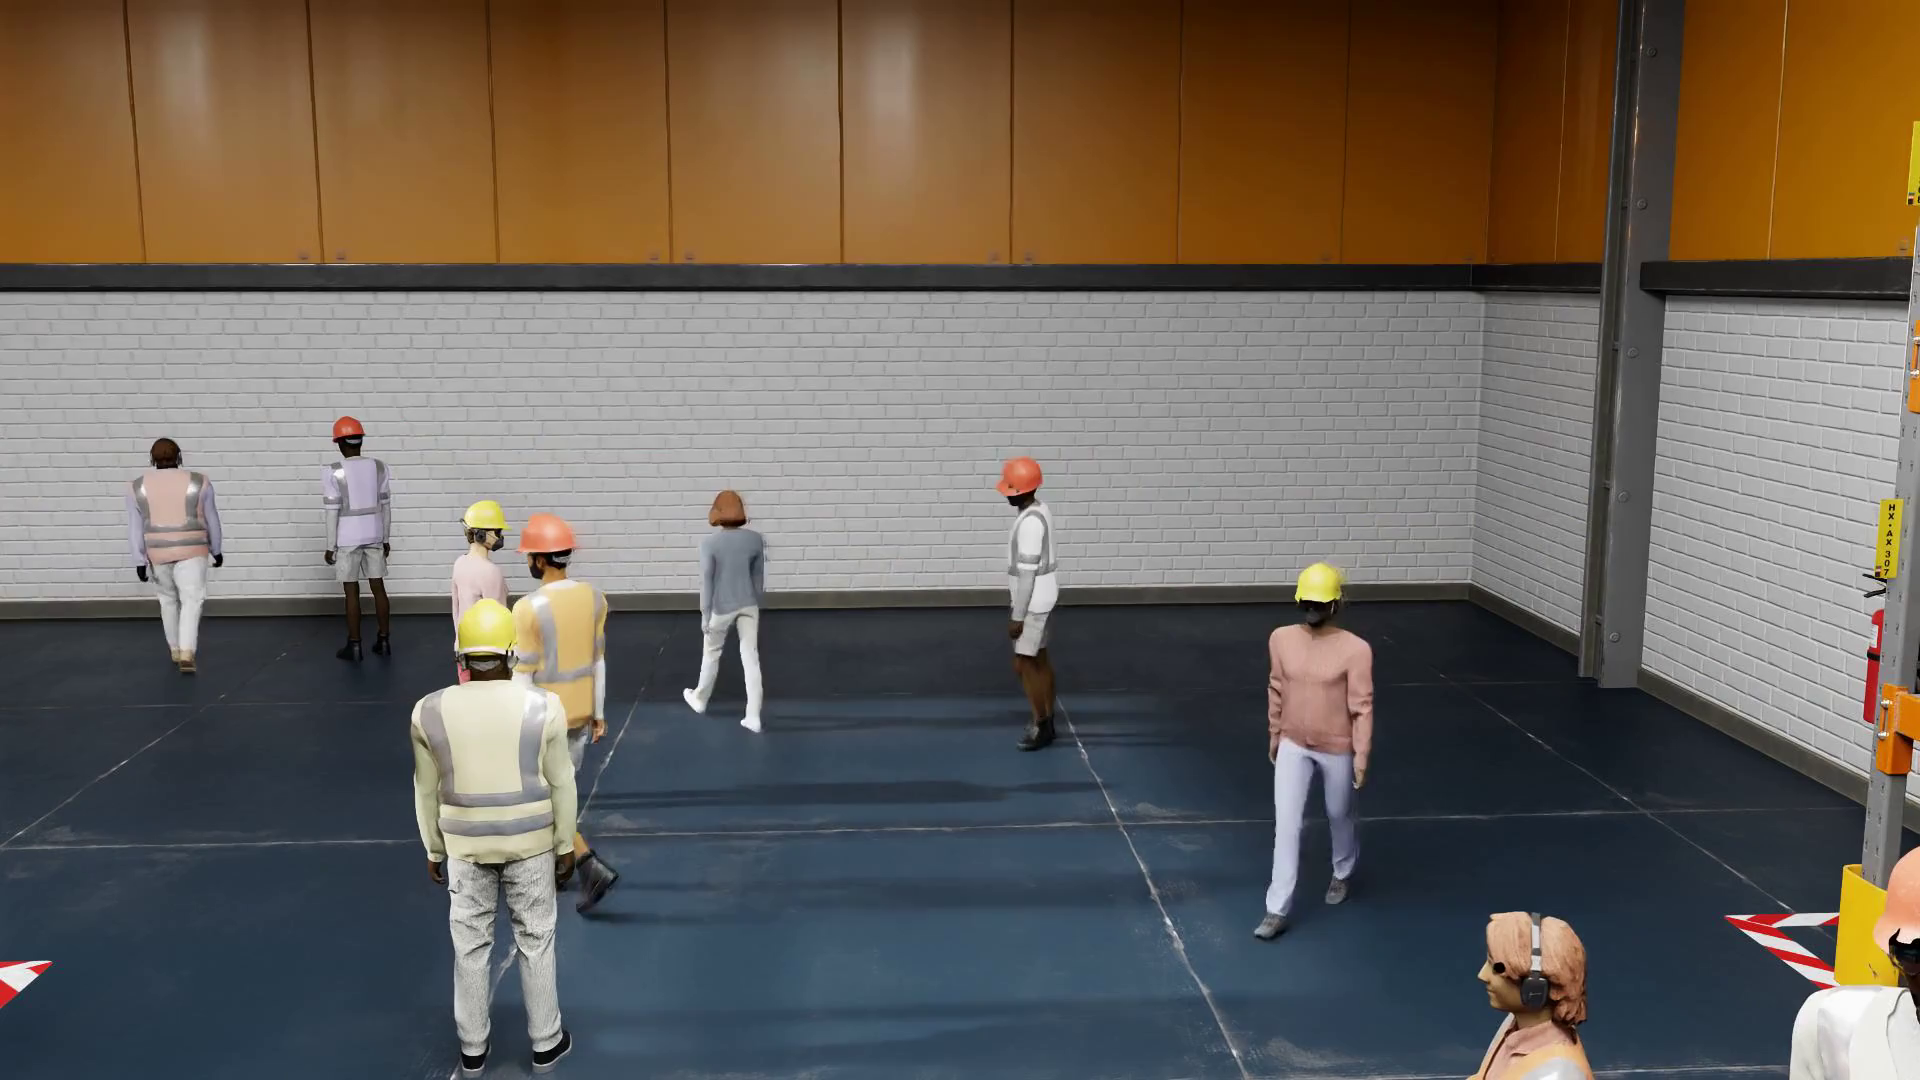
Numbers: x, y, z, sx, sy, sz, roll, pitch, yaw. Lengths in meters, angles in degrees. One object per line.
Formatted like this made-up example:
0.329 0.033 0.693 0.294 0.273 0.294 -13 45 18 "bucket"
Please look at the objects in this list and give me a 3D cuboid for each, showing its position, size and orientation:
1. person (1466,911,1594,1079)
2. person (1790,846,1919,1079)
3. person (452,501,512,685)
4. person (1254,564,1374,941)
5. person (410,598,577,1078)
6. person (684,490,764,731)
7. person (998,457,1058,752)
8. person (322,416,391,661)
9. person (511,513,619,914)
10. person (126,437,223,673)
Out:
1.279 1.628 3.753 0.310 1.638 0.522 2 9 11 "person"
1.798 1.530 3.098 0.383 2.041 0.616 -8 12 -42 "person"
-2.701 0.654 9.485 0.329 1.765 0.525 -8 12 -40 "person"
1.672 0.951 7.756 0.544 1.714 0.927 6 11 31 "person"
-1.739 1.125 6.290 0.590 1.837 0.404 -1 9 -6 "person"
-1.583 0.456 11.258 0.515 1.590 0.848 -6 11 -32 "person"
0.451 0.395 10.699 0.358 1.898 0.673 1 9 7 "person"
-4.766 -0.012 13.142 0.368 1.929 0.542 9 13 44 "person"
-1.908 0.820 7.959 0.787 1.916 0.559 6 11 33 "person"
-6.034 0.108 12.796 0.623 1.805 0.927 -2 9 -14 "person"
